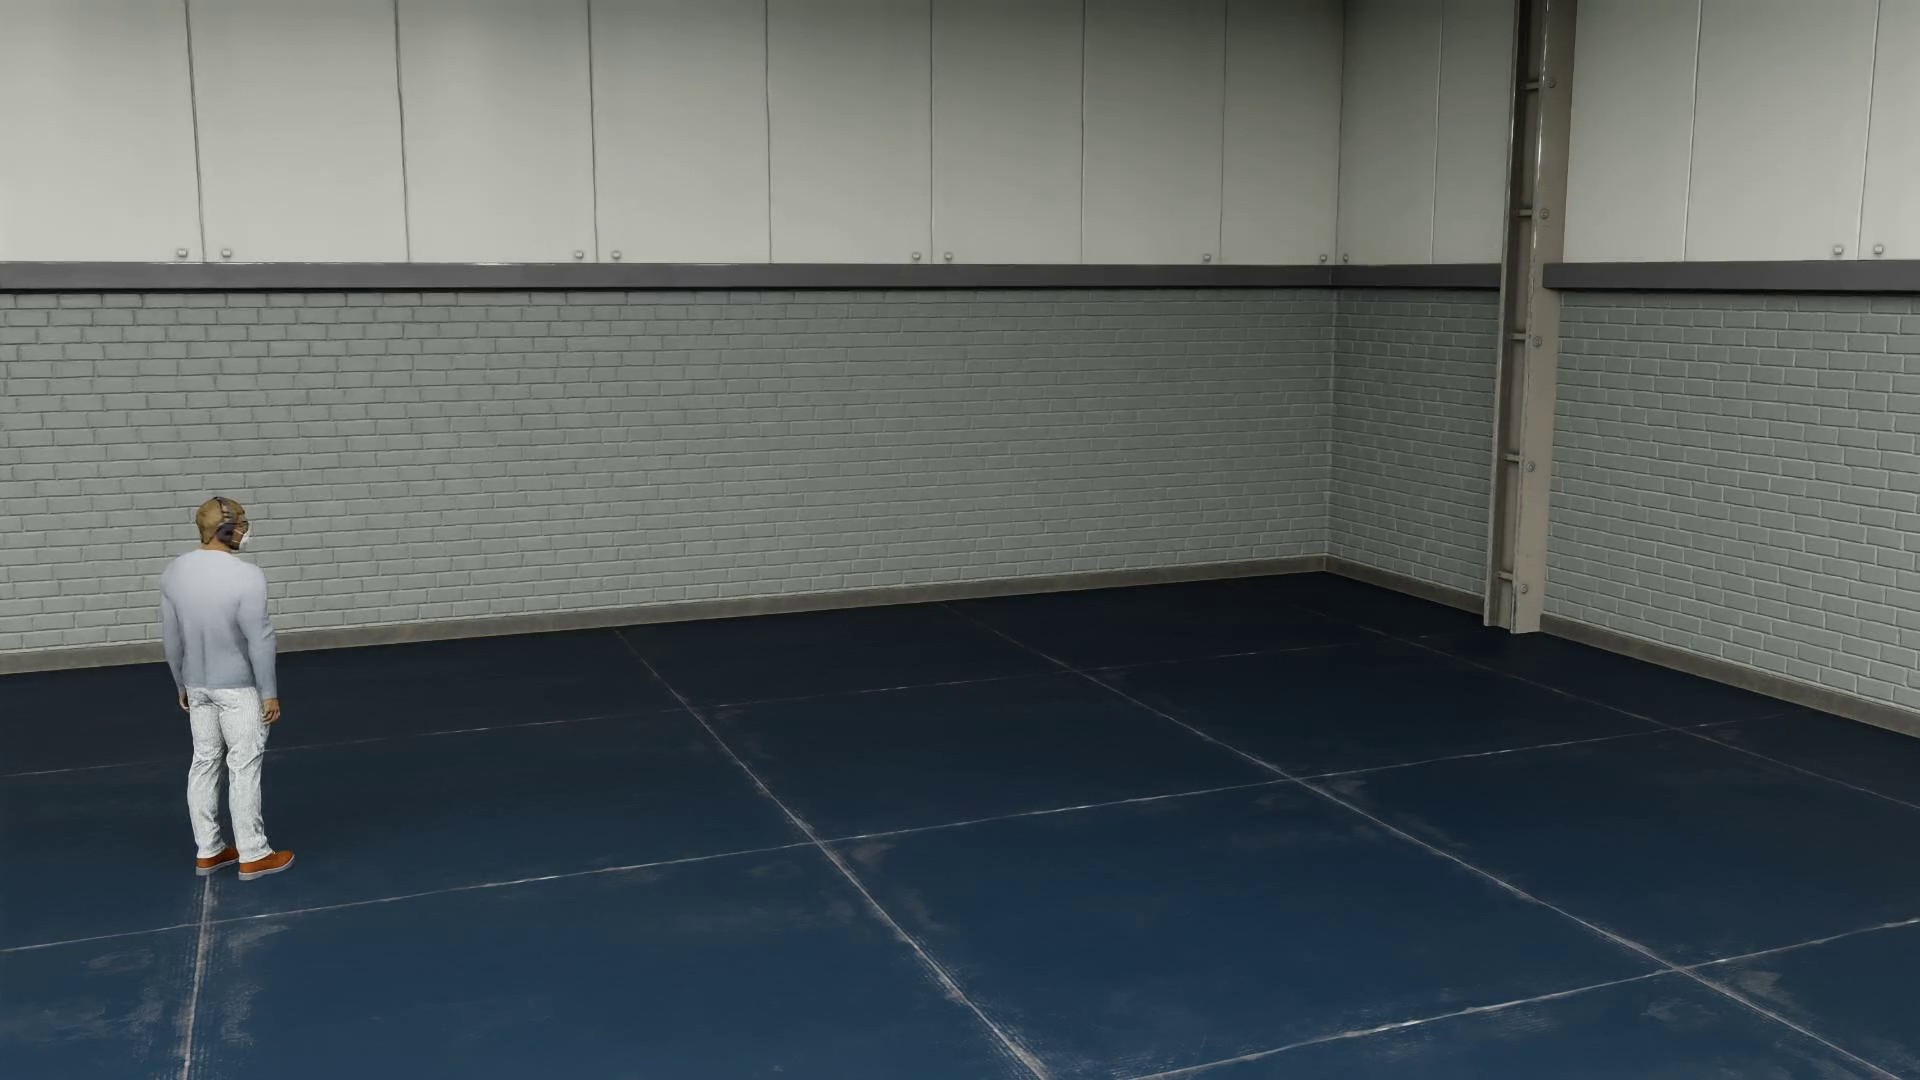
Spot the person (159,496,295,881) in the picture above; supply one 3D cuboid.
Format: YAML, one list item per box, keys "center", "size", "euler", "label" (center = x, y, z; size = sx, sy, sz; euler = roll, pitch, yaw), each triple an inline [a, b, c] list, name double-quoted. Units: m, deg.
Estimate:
- center: [-3.697, 0.744, 8.370]
  size: [0.635, 1.935, 0.349]
  euler: [3, 10, 20]
  label: "person"
